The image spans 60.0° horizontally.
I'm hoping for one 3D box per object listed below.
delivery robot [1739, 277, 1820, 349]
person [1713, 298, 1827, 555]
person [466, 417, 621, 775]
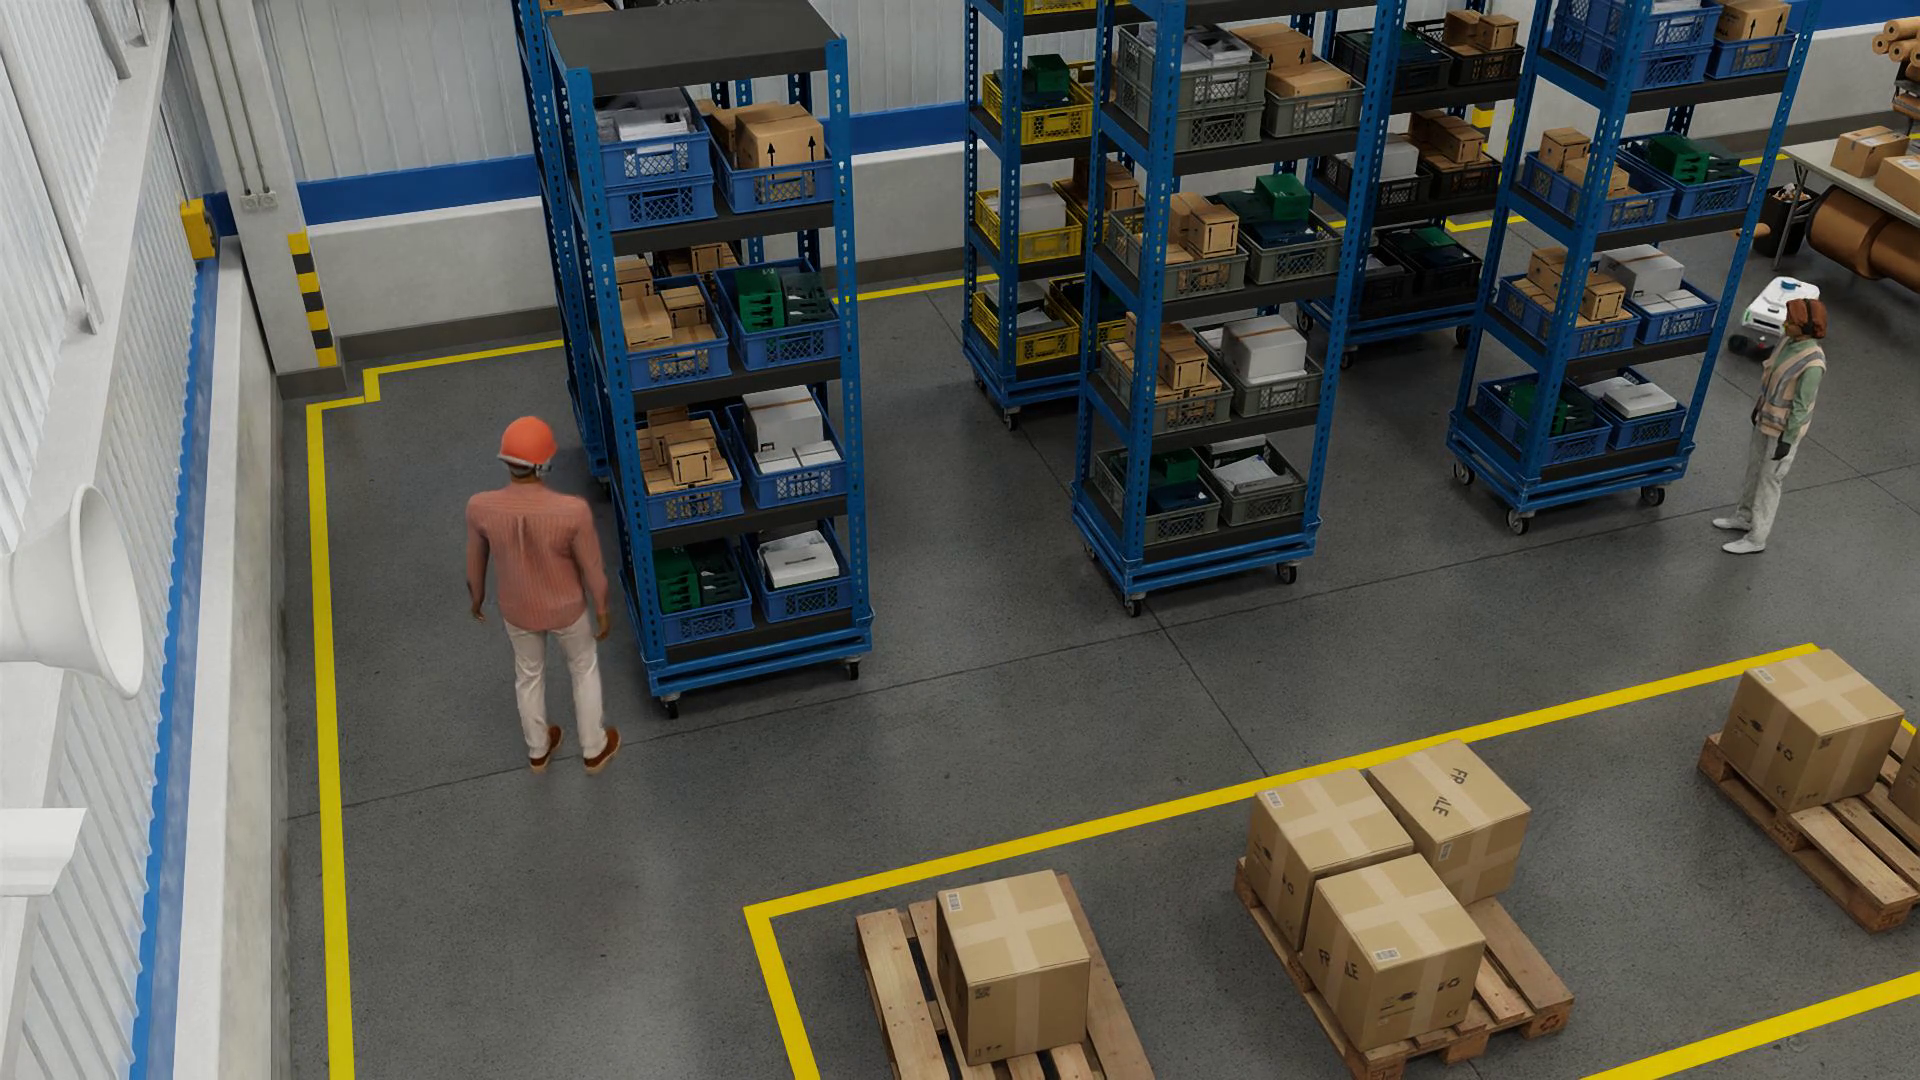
[{"bbox_3d":[5.957,-1.669,12.075,0.477,0.478,0.707,25,42,31],"label":"delivery robot"},{"bbox_3d":[4.822,-0.680,9.822,0.323,1.630,0.524,2,35,3],"label":"person"},{"bbox_3d":[-2.060,0.291,8.146,0.738,1.980,0.425,2,35,2],"label":"person"}]
